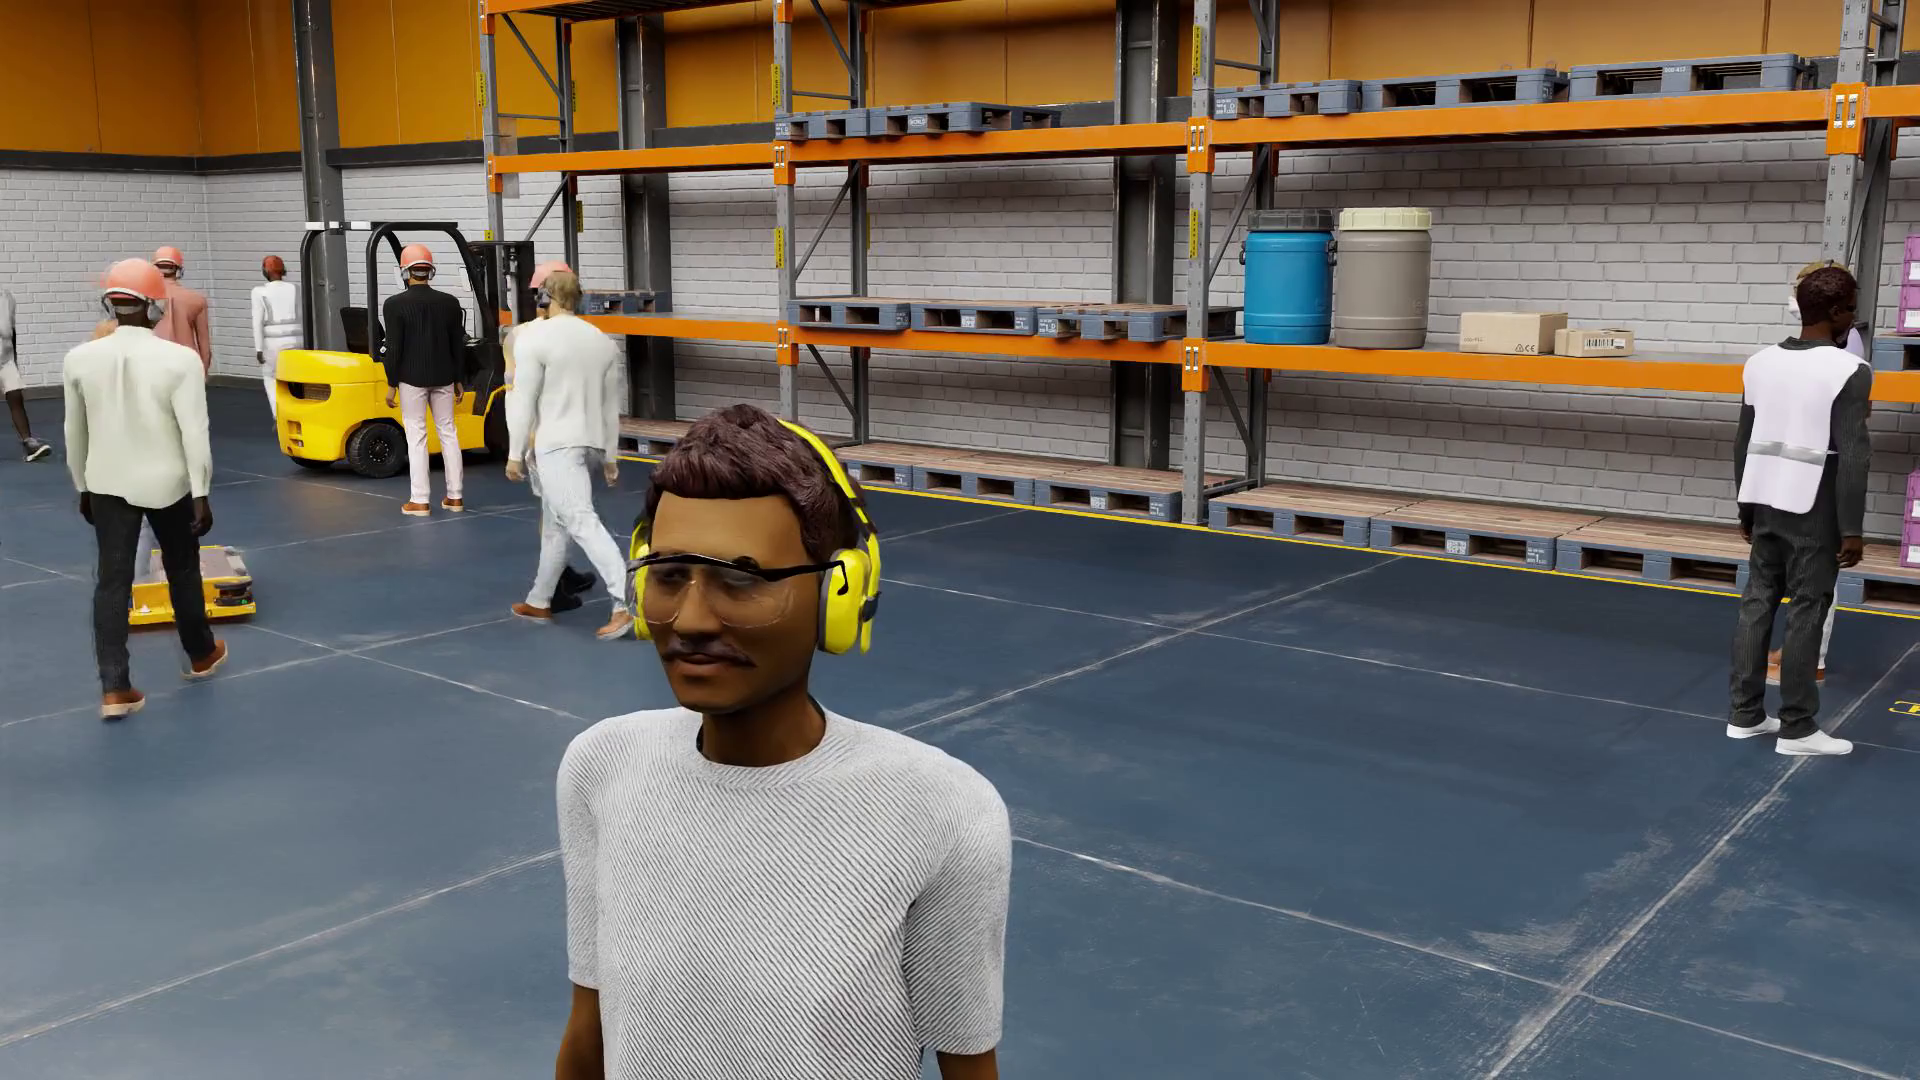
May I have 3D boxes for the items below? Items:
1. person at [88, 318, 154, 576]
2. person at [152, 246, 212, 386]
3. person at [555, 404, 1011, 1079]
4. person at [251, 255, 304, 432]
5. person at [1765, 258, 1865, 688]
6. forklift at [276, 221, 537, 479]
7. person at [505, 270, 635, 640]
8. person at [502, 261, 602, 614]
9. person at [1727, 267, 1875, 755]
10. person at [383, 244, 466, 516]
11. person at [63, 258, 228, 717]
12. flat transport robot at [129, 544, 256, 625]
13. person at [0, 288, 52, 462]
[{"bbox_3d":[-4.461,-0.382,8.940,0.351,1.617,0.530,-10,14,-43],"label":"person"},{"bbox_3d":[-6.589,-1.455,13.886,0.632,1.968,0.558,-7,12,-34],"label":"person"},{"bbox_3d":[-0.198,0.798,1.671,0.514,1.876,0.328,3,11,18],"label":"person"},{"bbox_3d":[-7.082,-2.030,17.353,0.596,1.867,0.451,-8,13,-39],"label":"person"},{"bbox_3d":[3.870,-0.298,7.567,0.373,1.940,0.629,6,12,28],"label":"person"},{"bbox_3d":[-4.922,-1.741,14.854,1.214,2.155,2.313,8,13,38],"label":"forklift"},{"bbox_3d":[-1.957,-0.447,8.590,1.000,1.880,0.643,5,11,26],"label":"person"},{"bbox_3d":[-2.190,-0.568,9.171,0.562,1.925,0.608,6,12,30],"label":"person"},{"bbox_3d":[3.310,-0.112,6.588,0.383,1.918,0.591,-3,11,-18],"label":"person"},{"bbox_3d":[-3.958,-1.178,12.286,0.623,1.992,0.396,-10,14,-43],"label":"person"},{"bbox_3d":[-3.585,-0.248,7.303,0.648,1.949,1.008,-1,10,-5],"label":"person"},{"bbox_3d":[-4.366,0.225,9.288,0.652,0.197,1.431,-6,12,-28],"label":"flat transport robot"},{"bbox_3d":[-8.723,-1.642,15.047,0.971,1.917,0.625,6,12,28],"label":"person"}]
